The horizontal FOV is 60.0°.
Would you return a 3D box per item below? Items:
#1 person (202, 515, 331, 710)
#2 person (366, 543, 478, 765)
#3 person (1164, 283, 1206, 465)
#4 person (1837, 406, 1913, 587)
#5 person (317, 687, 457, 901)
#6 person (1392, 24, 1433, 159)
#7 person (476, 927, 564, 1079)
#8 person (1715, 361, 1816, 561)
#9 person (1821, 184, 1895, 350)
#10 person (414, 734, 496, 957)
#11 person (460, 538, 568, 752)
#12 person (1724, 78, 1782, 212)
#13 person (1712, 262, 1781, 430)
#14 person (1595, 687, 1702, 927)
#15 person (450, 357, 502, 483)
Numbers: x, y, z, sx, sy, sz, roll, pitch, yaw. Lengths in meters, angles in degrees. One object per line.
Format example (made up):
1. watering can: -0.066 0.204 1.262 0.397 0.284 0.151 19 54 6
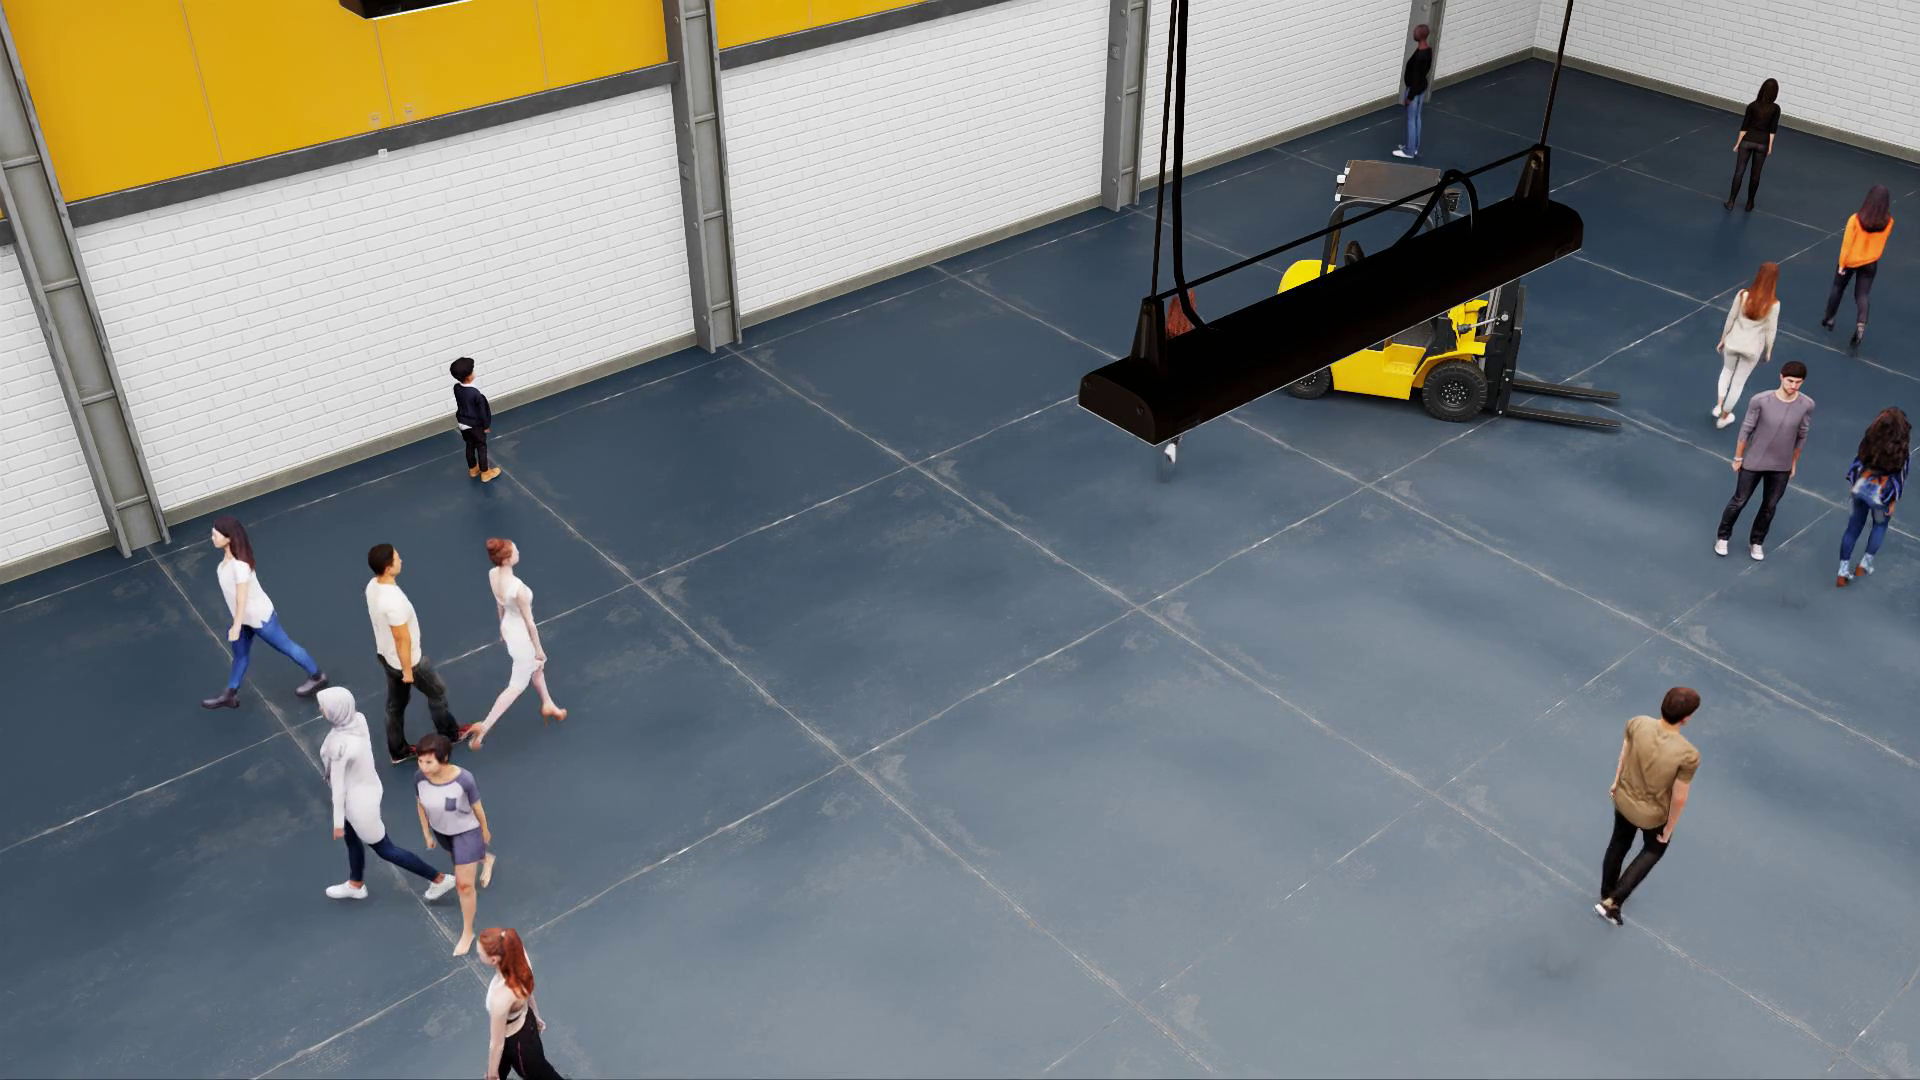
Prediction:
1. person: -5.122 0.560 12.321 1.152 1.630 0.705 -19 38 -27
2. person: -4.030 0.848 11.749 0.873 1.782 0.650 -26 41 -33
3. person: 2.034 -1.508 15.353 0.962 1.716 1.190 11 35 16
4. person: 7.458 -0.329 13.685 0.647 1.599 0.637 -22 40 -30
5. person: -3.701 1.676 10.541 1.203 1.741 1.070 -2 34 -3
6. person: 6.035 -5.937 21.987 0.717 1.748 0.573 20 38 27
7. person: -2.269 2.742 8.976 1.224 1.697 1.084 0 34 0
8. person: 6.797 -0.683 13.992 0.732 1.849 0.762 6 34 9
9. person: 9.416 -2.836 17.349 1.067 1.719 1.152 4 34 6
10. person: -3.174 1.791 10.564 0.961 1.524 1.095 7 34 10
11. person: -3.237 0.777 11.871 1.069 1.766 0.581 -26 41 -33
12. person: 9.780 -4.864 20.470 0.654 1.642 0.657 12 35 18
13. person: 7.430 -1.813 15.826 0.644 1.700 0.610 26 42 34
14. person: 4.223 1.705 10.409 0.760 1.839 0.660 -25 41 -33
15. person: -4.466 -1.108 15.197 0.557 1.223 0.566 18 38 25
